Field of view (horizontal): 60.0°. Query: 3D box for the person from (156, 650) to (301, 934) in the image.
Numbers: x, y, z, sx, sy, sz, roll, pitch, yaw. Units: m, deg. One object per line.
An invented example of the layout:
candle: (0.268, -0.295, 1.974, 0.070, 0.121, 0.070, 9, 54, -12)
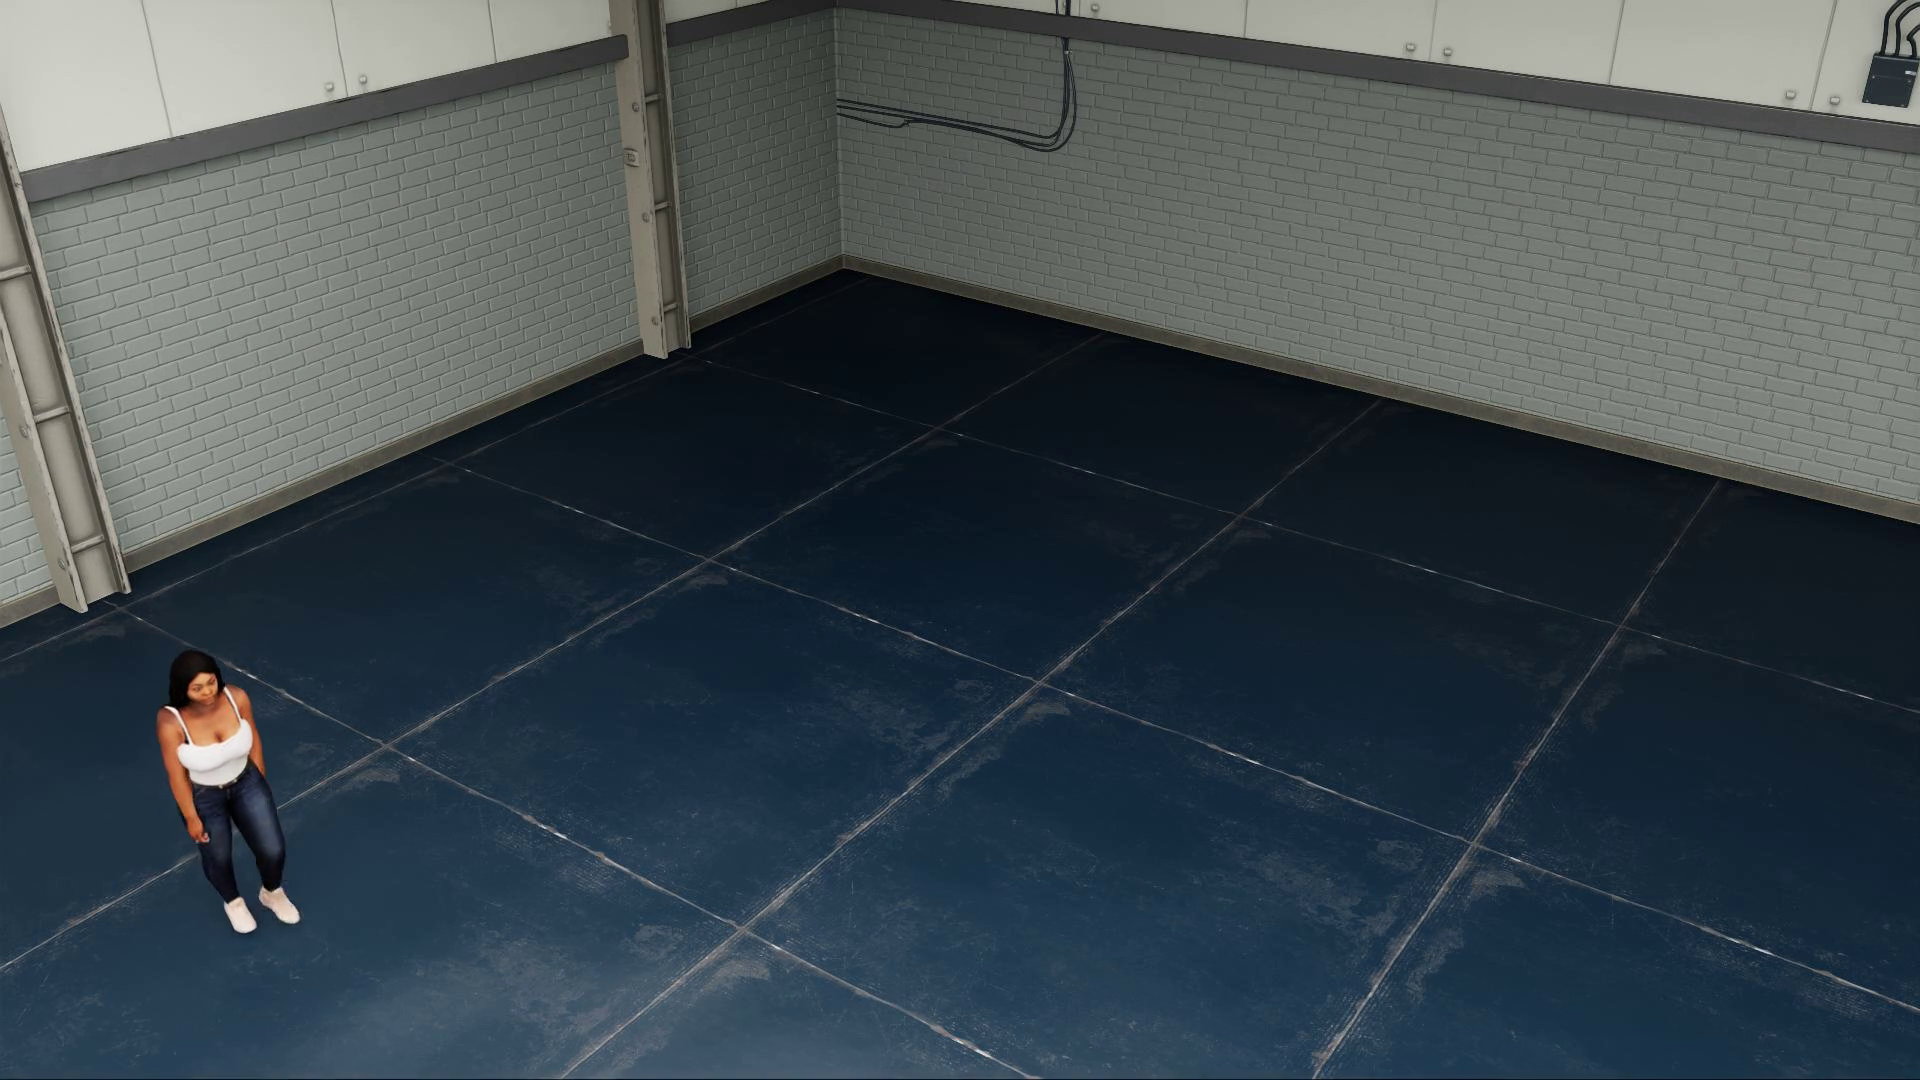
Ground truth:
person: (-3.891, 1.288, 8.678, 0.709, 1.791, 0.789, -21, 34, -33)
